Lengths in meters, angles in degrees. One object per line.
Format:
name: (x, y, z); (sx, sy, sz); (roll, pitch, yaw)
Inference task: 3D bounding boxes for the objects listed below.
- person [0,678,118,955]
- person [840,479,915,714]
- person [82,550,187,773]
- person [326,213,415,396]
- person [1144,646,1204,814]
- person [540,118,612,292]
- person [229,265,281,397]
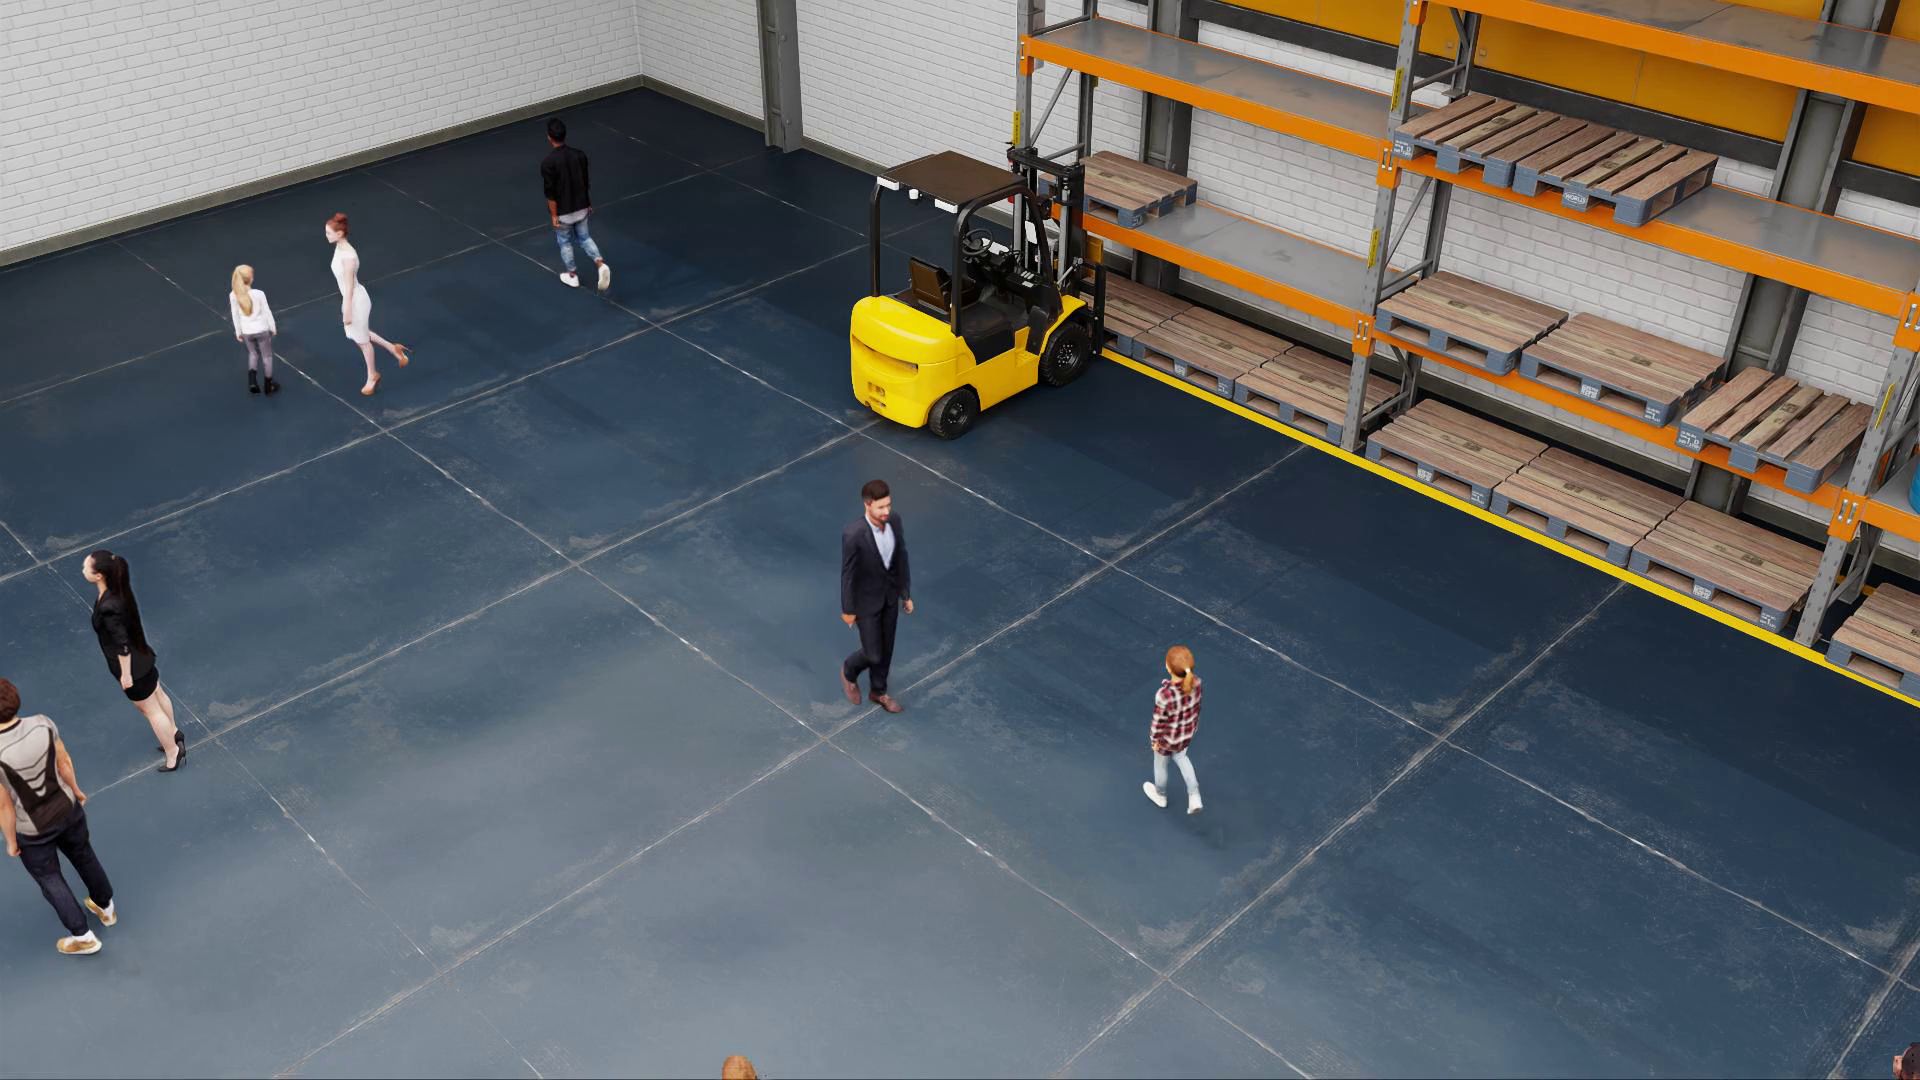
person: (-5.176, 1.555, 9.425); (0.748, 1.897, 0.744); (17, 37, 24)
person: (-0.625, 0.350, 11.280); (0.628, 1.851, 0.681); (-29, 43, -36)
person: (-5.343, 0.783, 10.768); (0.738, 1.696, 0.616); (-10, 35, -15)
person: (-5.368, -2.131, 15.071); (0.730, 1.784, 0.801); (-18, 38, -25)
person: (1.387, 1.225, 10.461); (0.648, 1.298, 0.796); (-17, 37, -24)
person: (-3.924, -3.359, 16.915); (0.706, 1.788, 1.006); (-27, 42, -34)
person: (-6.433, -1.872, 15.152); (0.644, 1.265, 0.704); (-2, 34, -3)
